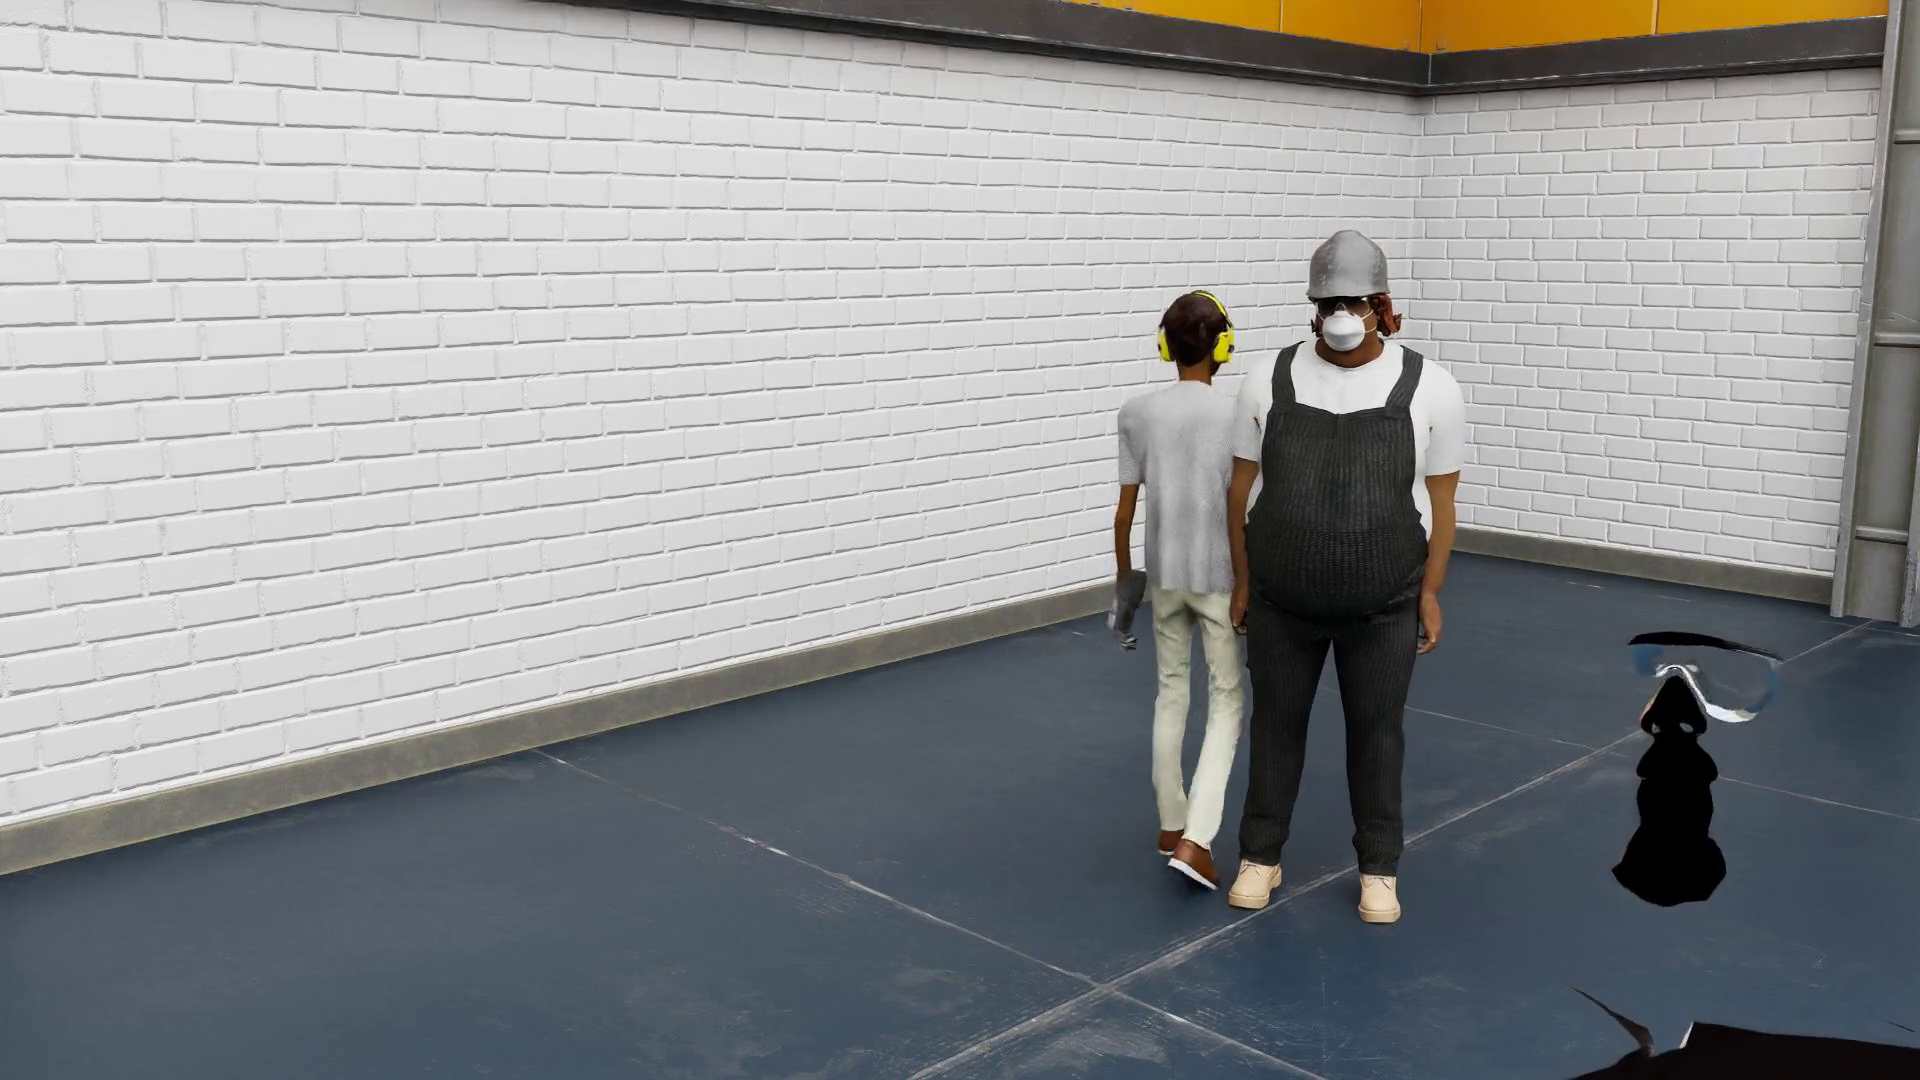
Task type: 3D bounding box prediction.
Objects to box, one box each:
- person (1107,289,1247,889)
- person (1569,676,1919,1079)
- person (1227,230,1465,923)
[{"bbox_3d":[0.723,0.158,5.252,0.570,1.885,0.545,6,12,29],"label":"person"},{"bbox_3d":[0.442,0.893,1.042,0.642,1.909,0.410,-2,11,-11],"label":"person"},{"bbox_3d":[1.109,0.118,4.899,0.679,2.000,0.537,3,11,17],"label":"person"}]
